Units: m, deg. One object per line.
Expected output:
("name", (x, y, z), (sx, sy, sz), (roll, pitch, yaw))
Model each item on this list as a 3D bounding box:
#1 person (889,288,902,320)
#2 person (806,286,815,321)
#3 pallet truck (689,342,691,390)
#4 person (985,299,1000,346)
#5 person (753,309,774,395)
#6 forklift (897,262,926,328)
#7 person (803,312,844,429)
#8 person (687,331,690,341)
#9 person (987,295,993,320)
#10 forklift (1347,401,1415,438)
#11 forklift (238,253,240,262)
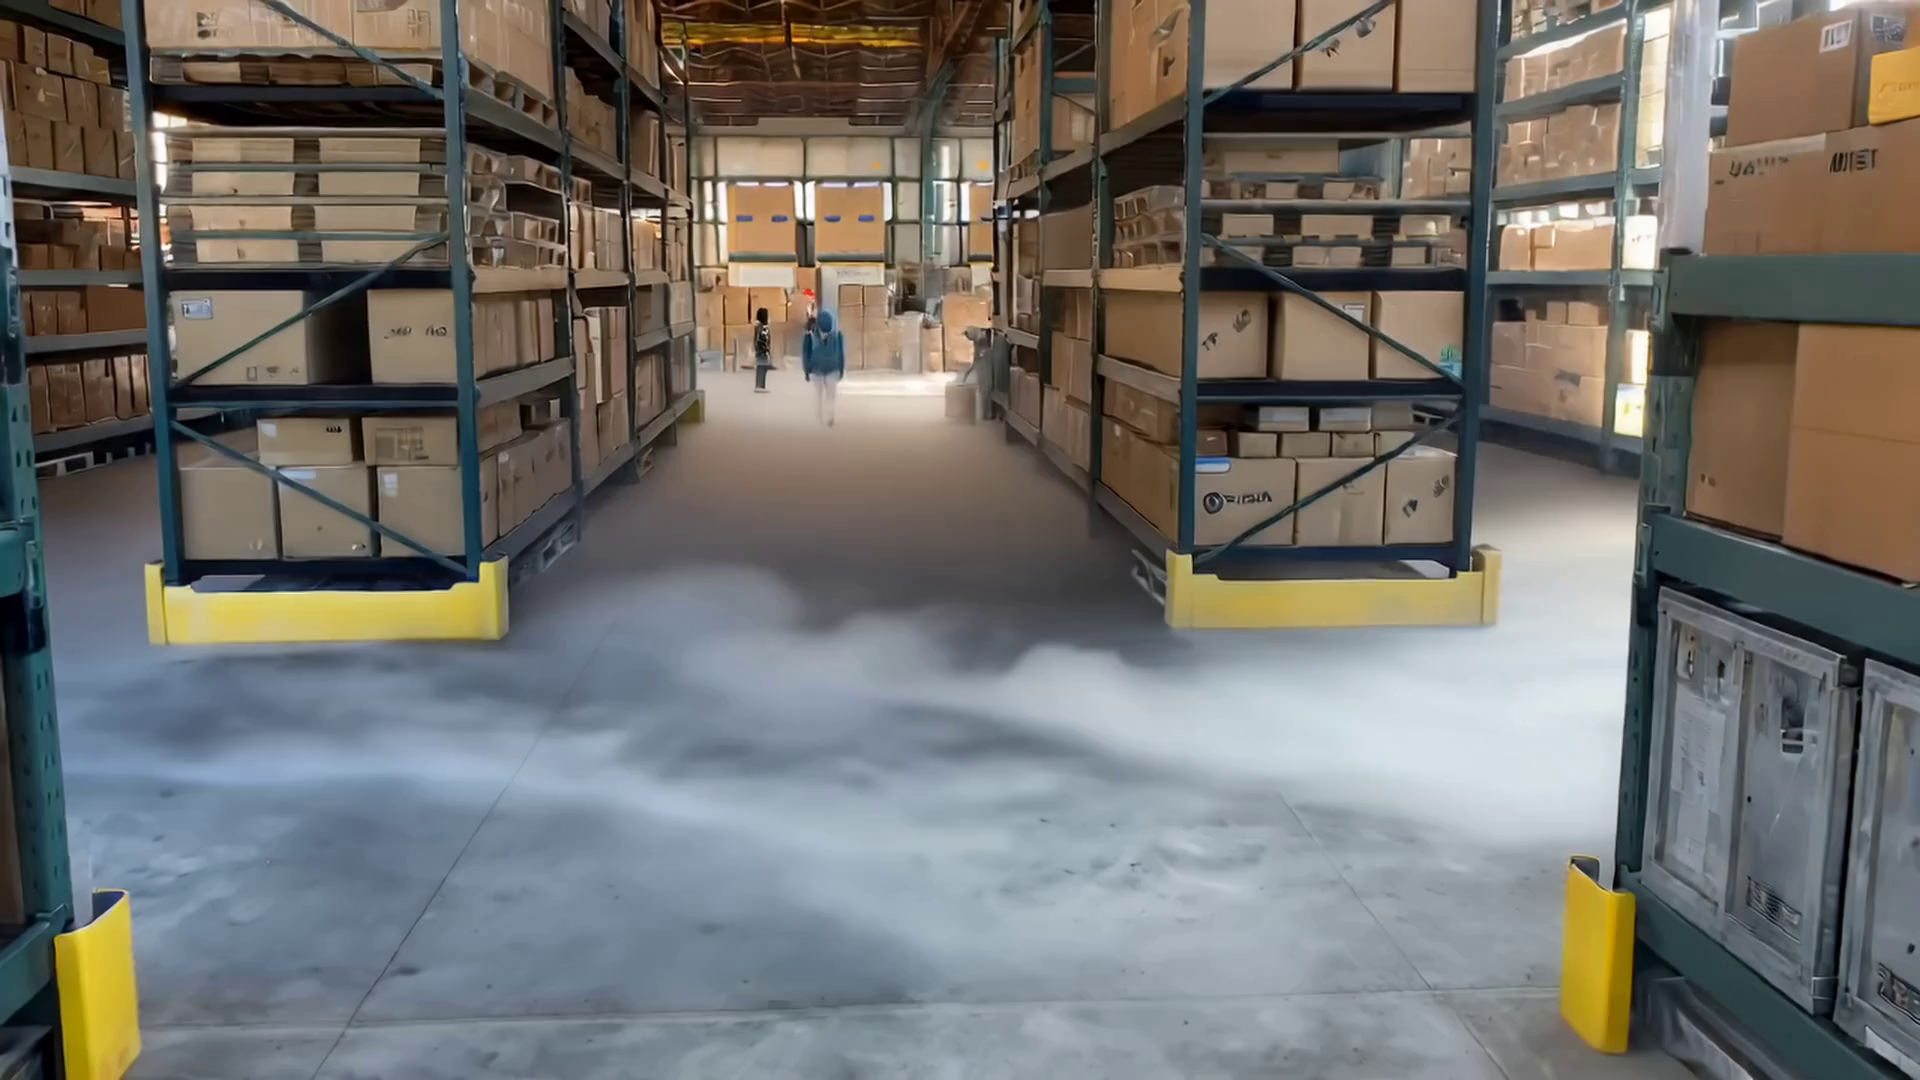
("person", (-2.306, -7.828, 57.983), (0.636, 1.929, 0.385), (3, 10, 20))
("person", (-5.999, -9.198, 66.604), (0.381, 1.917, 0.586), (-8, 12, -42))
("pallet truck", (-5.225, -3.008, 27.480), (1.885, 1.965, 0.823), (2, 9, 14))
("person", (0.773, -3.670, 31.944), (0.827, 1.908, 0.542), (-2, 9, -15))
("person", (-3.886, -3.702, 32.775), (0.320, 1.697, 0.531), (-5, 10, -30))
("forklift", (-1.780, -8.547, 59.499), (1.129, 2.768, 1.873), (-1, 9, -4))
("person", (-2.122, -2.647, 25.879), (0.643, 1.793, 0.970), (-1, 9, -6))
("person", (-5.491, -3.880, 32.968), (0.382, 1.995, 0.612), (-1, 9, -8))
("person", (0.957, -5.534, 43.531), (0.630, 1.938, 0.364), (0, 9, 1))
("forklift", (5.060, -2.609, 22.212), (1.873, 2.768, 1.129), (-1, 9, -4))
("forklift", (-16.049, -4.843, 36.240), (1.129, 2.768, 1.873), (-1, 9, -4))
